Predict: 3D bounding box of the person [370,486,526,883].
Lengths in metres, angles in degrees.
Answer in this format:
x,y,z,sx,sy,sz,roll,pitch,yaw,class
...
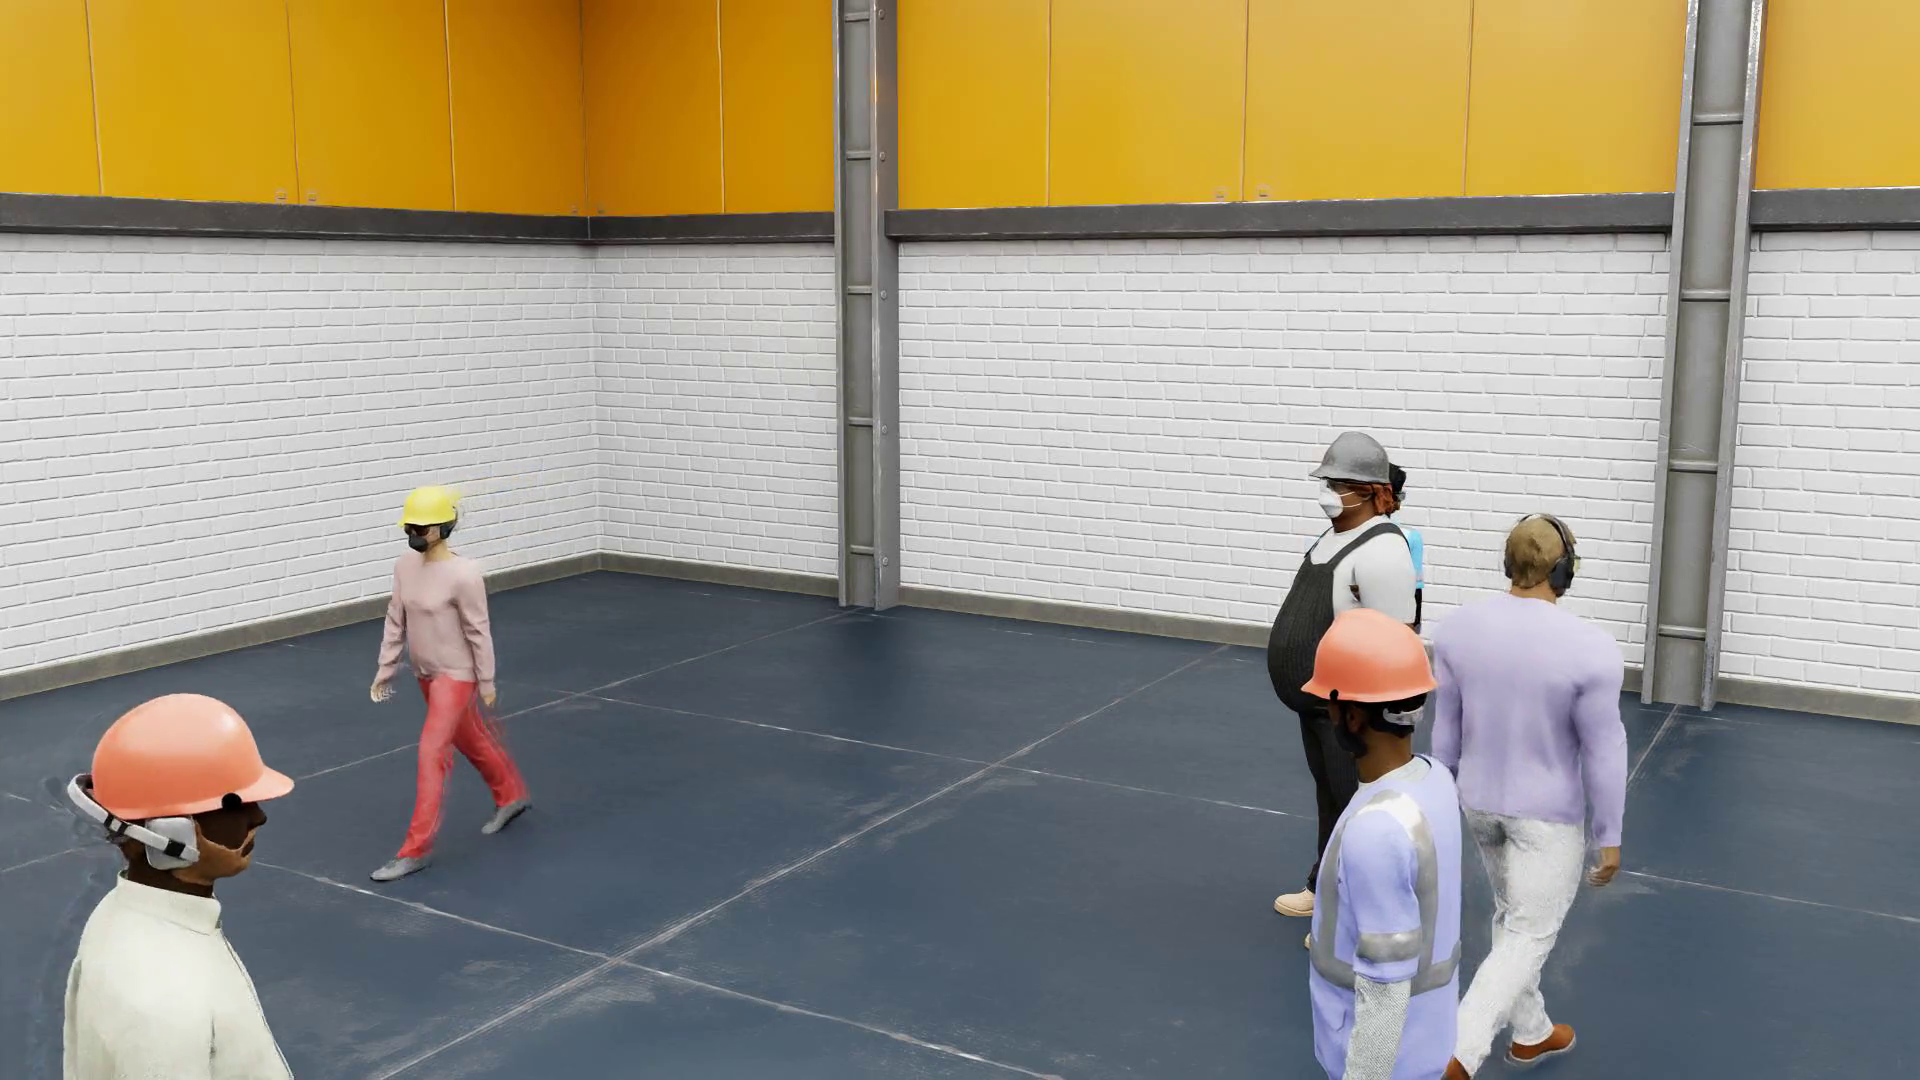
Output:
x,y,z,sx,sy,sz,roll,pitch,yaw,class
-2.313,0.593,7.532,0.523,1.721,0.929,7,11,37,person

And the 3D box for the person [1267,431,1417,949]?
x,y,z,sx,sy,sz,roll,pitch,yaw,class
1.481,0.588,6.553,0.537,2.000,0.682,-1,9,-5,person

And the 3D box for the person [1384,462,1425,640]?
x,y,z,sx,sy,sz,roll,pitch,yaw,class
2.126,0.451,8.476,0.319,1.695,0.539,-8,12,-40,person

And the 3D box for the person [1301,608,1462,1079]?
x,y,z,sx,sy,sz,roll,pitch,yaw,class
0.893,1.106,3.646,0.367,1.932,0.551,4,10,25,person

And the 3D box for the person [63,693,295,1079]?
x,y,z,sx,sy,sz,roll,pitch,yaw,class
-1.385,1.224,2.842,0.929,1.966,0.622,-5,10,-28,person

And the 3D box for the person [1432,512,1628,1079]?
x,y,z,sx,sy,sz,roll,pitch,yaw,class
1.749,0.863,5.271,0.912,1.910,0.642,-7,12,-38,person
